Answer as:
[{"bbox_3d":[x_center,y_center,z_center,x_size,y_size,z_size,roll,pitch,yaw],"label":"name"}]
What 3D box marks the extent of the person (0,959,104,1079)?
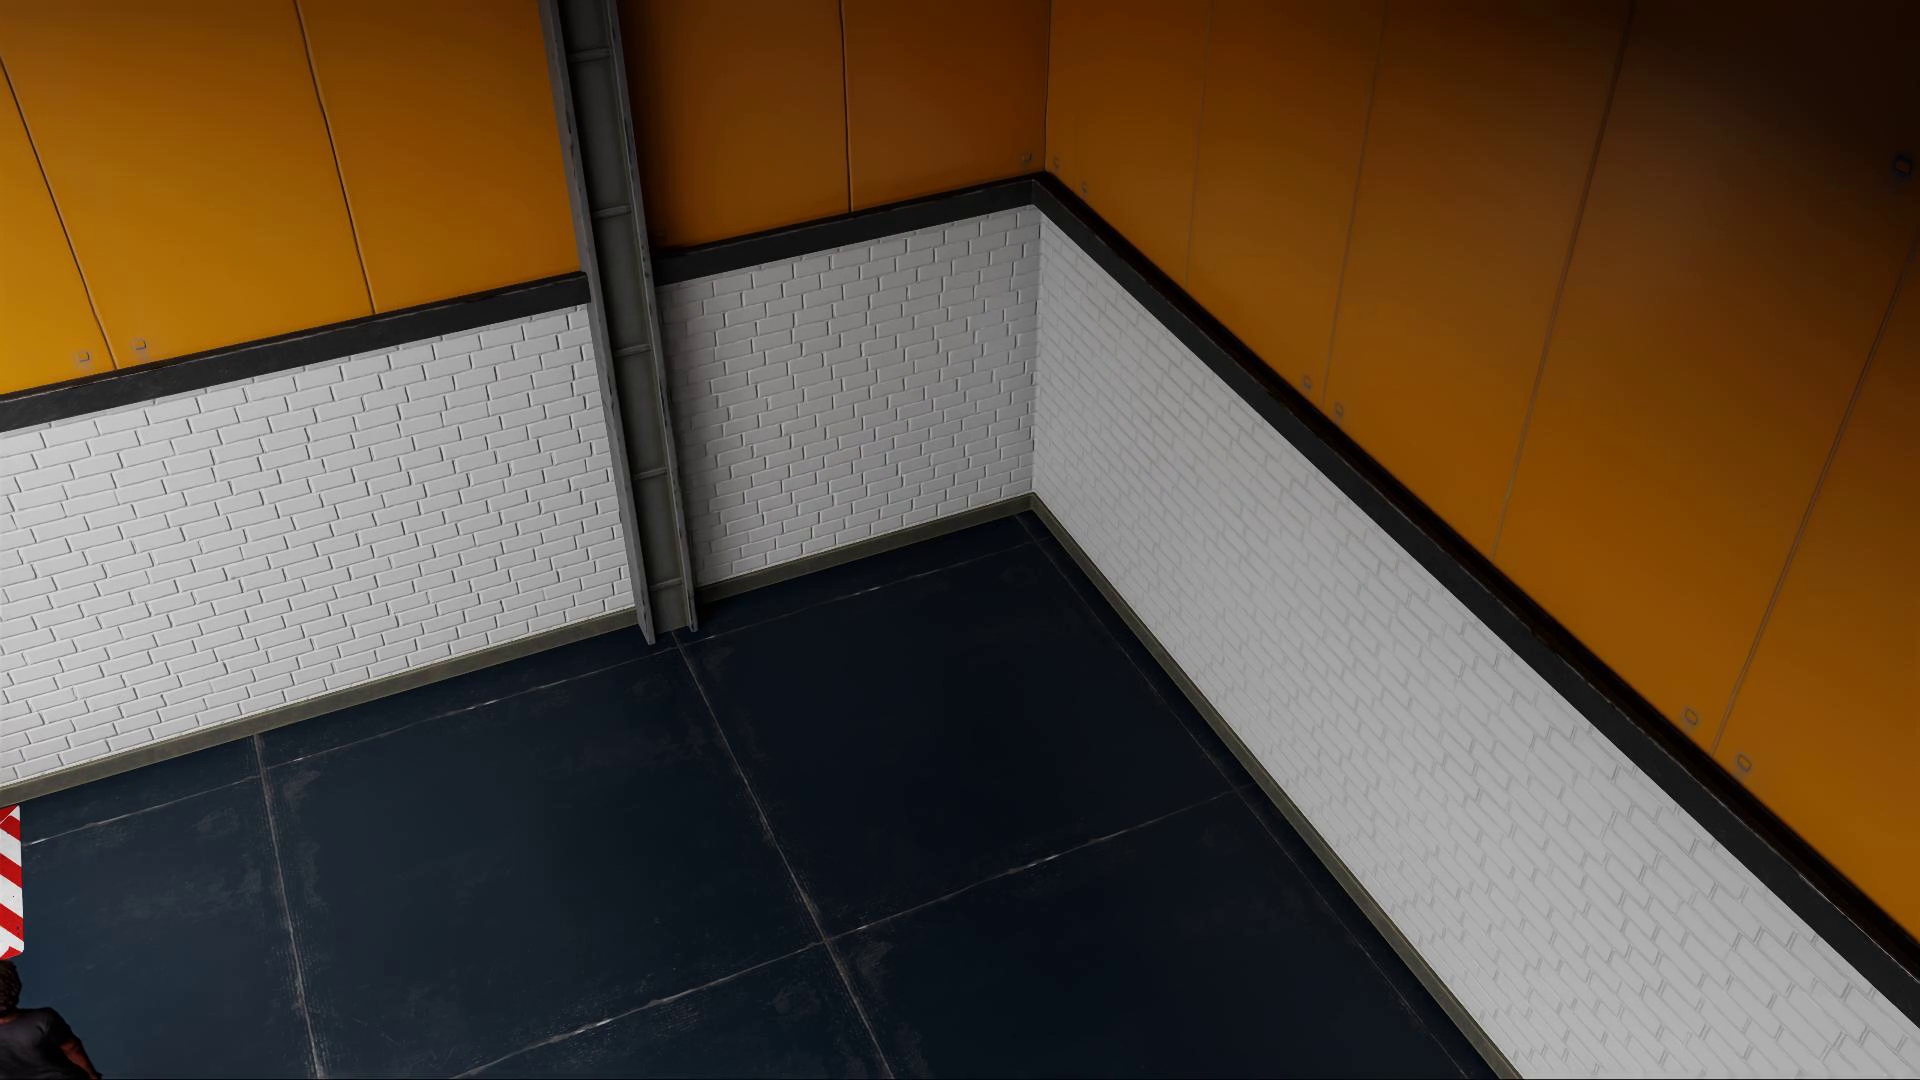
[{"bbox_3d":[-4.710,2.780,8.555,0.526,1.784,0.695,-13,40,-16],"label":"person"}]
